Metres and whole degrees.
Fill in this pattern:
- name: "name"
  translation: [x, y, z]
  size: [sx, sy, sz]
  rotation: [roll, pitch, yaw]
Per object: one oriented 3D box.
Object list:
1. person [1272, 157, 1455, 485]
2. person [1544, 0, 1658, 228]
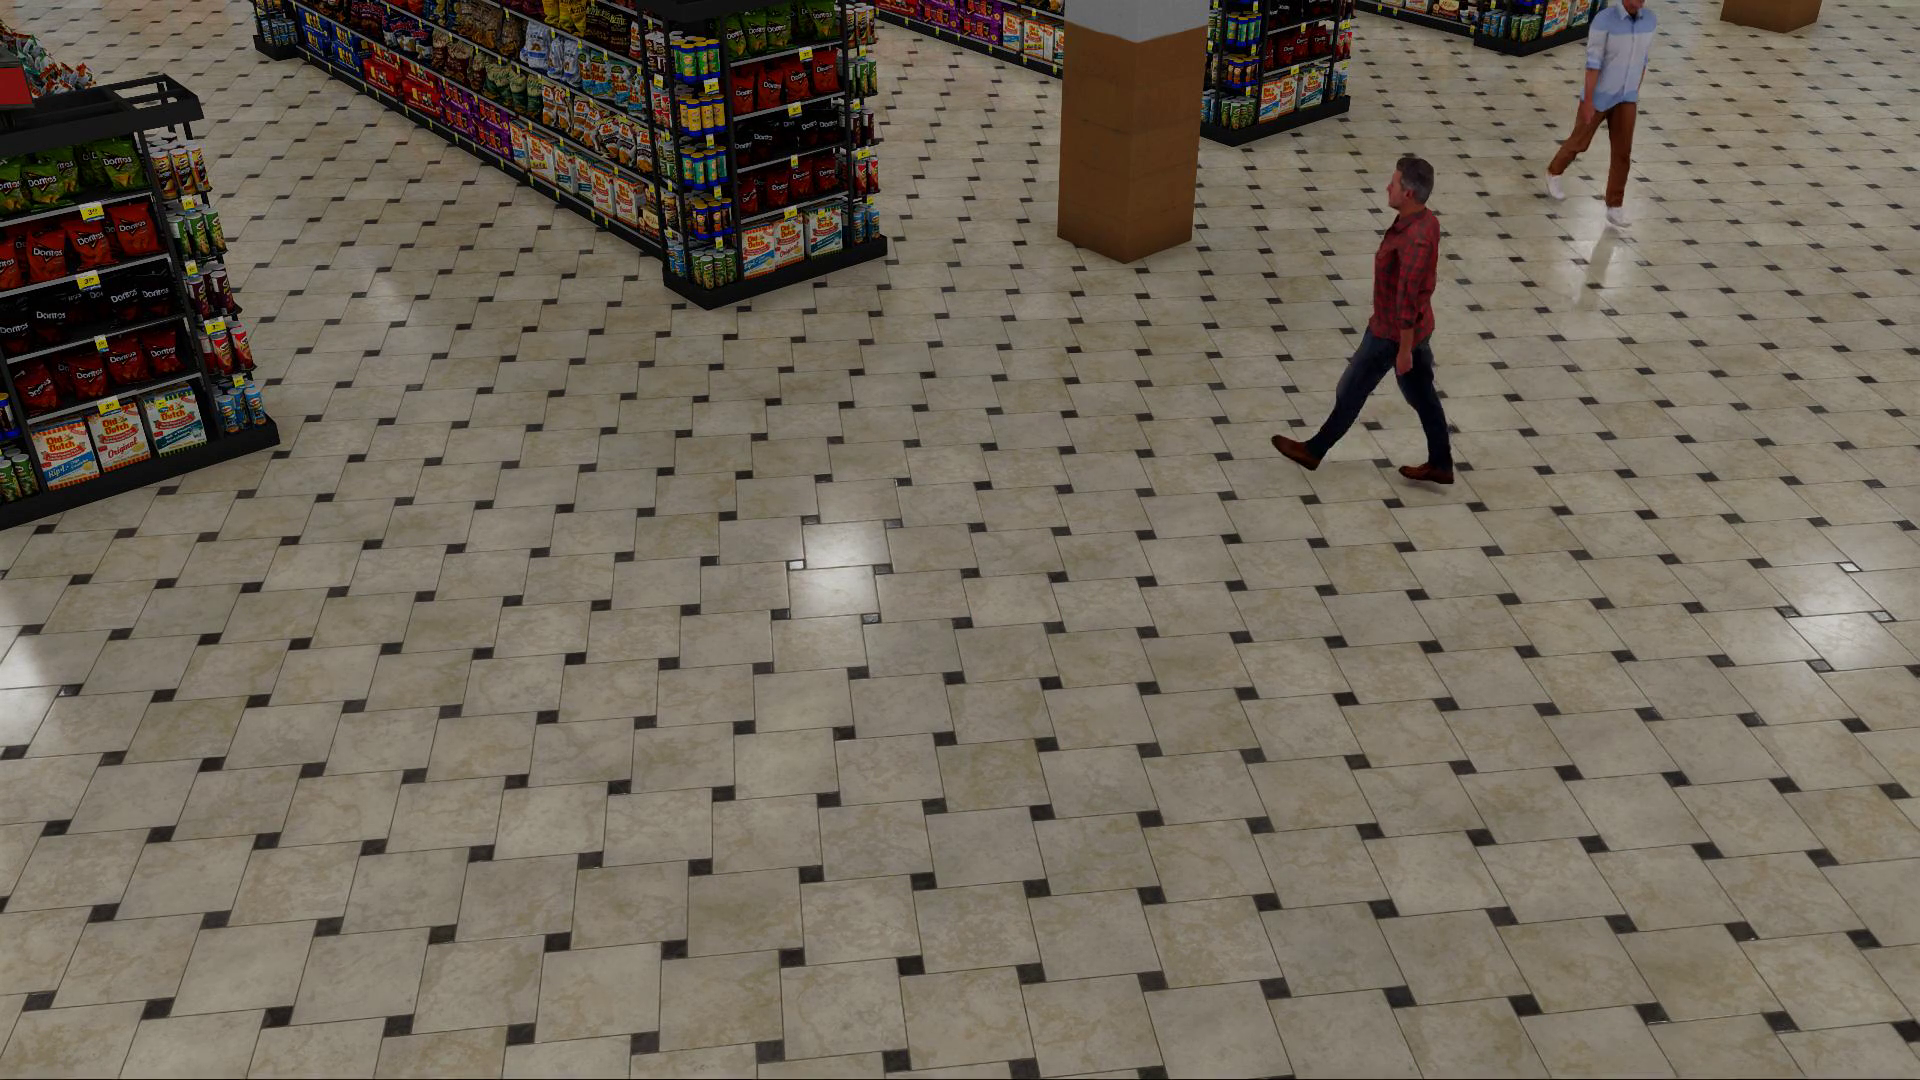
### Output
- name: "person"
  translation: [2.375, -1.058, 8.633]
  size: [1.331, 1.781, 1.085]
  rotation: [13, 34, 20]
- name: "person"
  translation: [4.694, -3.268, 12.178]
  size: [1.054, 1.789, 1.280]
  rotation: [-7, 32, -10]
